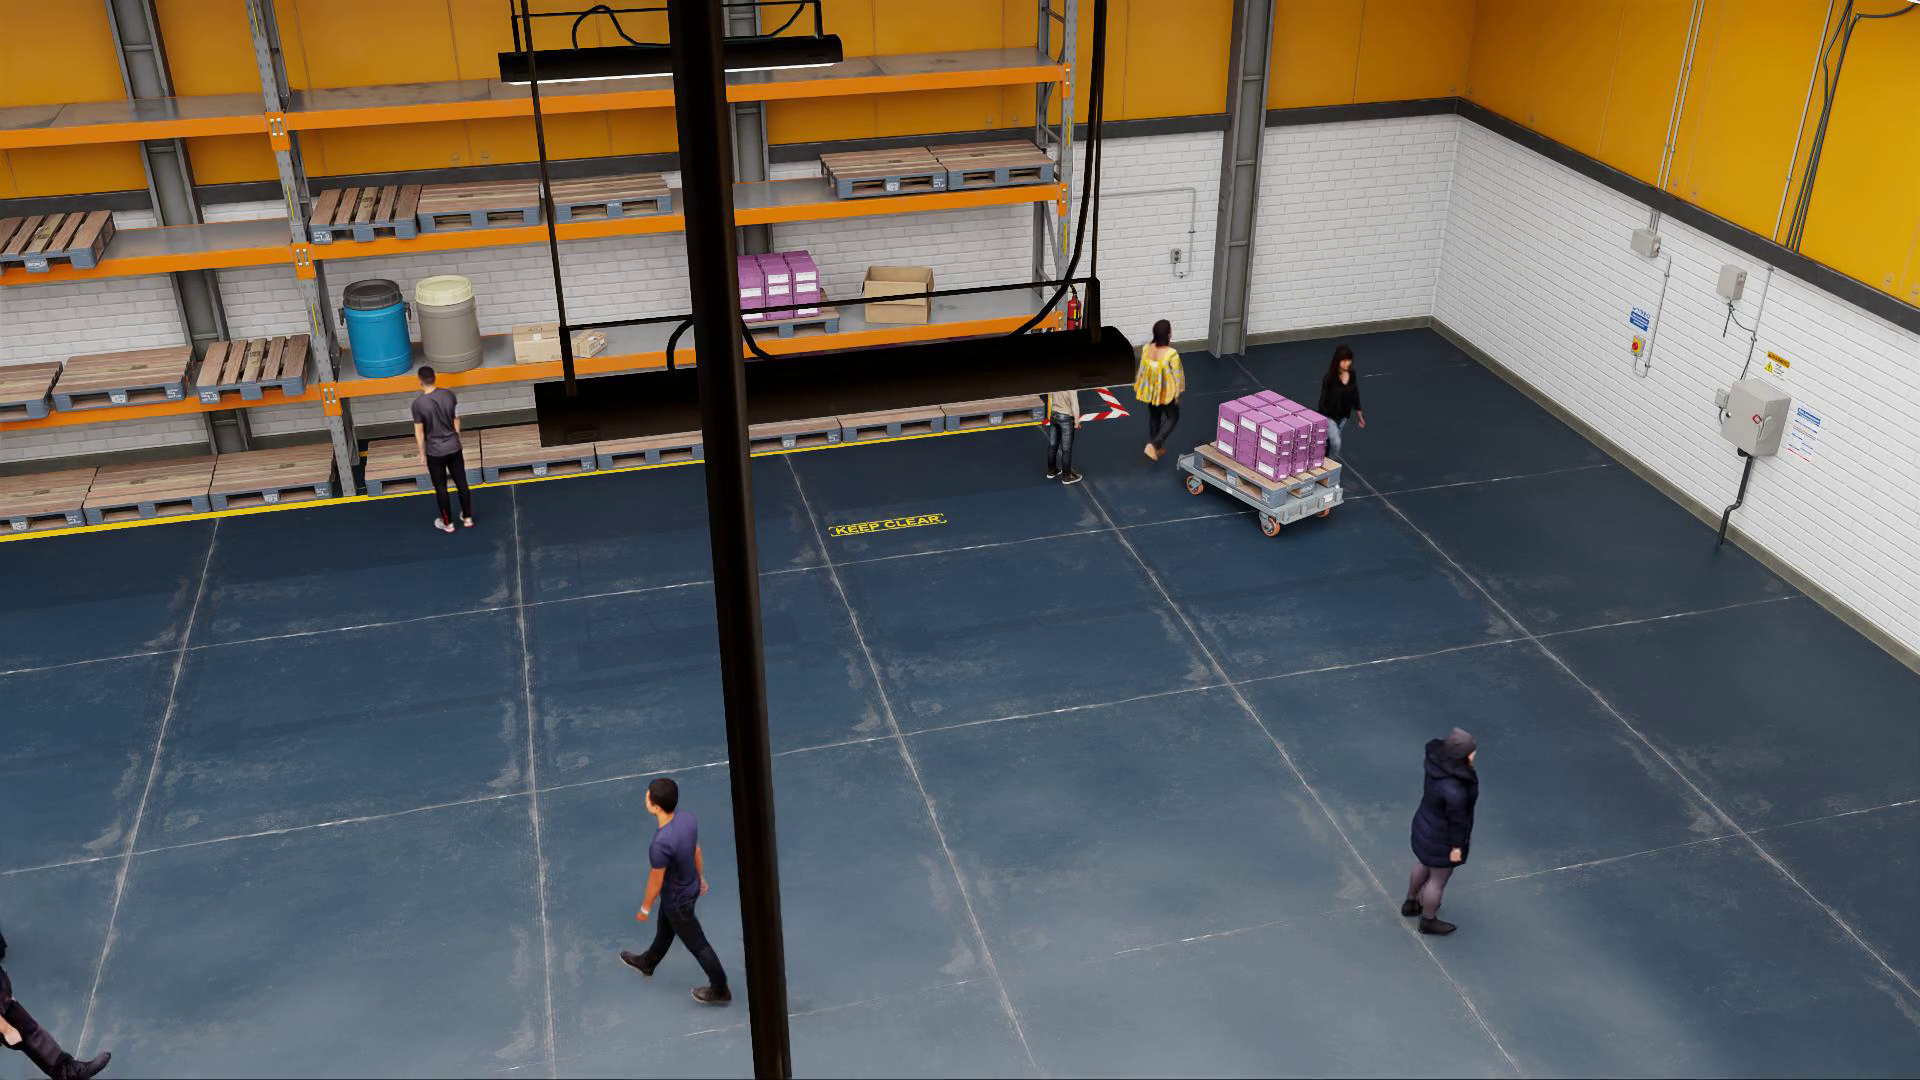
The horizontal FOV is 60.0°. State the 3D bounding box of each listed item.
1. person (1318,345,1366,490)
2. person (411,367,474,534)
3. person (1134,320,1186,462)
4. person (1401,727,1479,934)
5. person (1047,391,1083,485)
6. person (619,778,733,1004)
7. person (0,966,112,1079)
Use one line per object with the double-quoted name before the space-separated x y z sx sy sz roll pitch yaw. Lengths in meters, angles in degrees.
"person" 3.955 -1.362 17.789 0.732 1.626 0.774 -20 34 -32
"person" -5.238 -0.919 16.840 0.623 1.757 0.760 -20 35 -32
"person" 2.158 -1.591 18.193 0.888 1.642 0.951 23 36 36
"person" 3.342 2.005 11.564 0.702 1.676 0.717 -3 29 -6
"person" 1.097 -1.314 17.869 0.626 1.464 0.650 25 37 38
"person" -1.751 2.345 10.864 1.160 1.749 0.934 4 29 8
"person" -5.912 2.855 9.863 1.155 1.813 0.835 -15 32 -25
